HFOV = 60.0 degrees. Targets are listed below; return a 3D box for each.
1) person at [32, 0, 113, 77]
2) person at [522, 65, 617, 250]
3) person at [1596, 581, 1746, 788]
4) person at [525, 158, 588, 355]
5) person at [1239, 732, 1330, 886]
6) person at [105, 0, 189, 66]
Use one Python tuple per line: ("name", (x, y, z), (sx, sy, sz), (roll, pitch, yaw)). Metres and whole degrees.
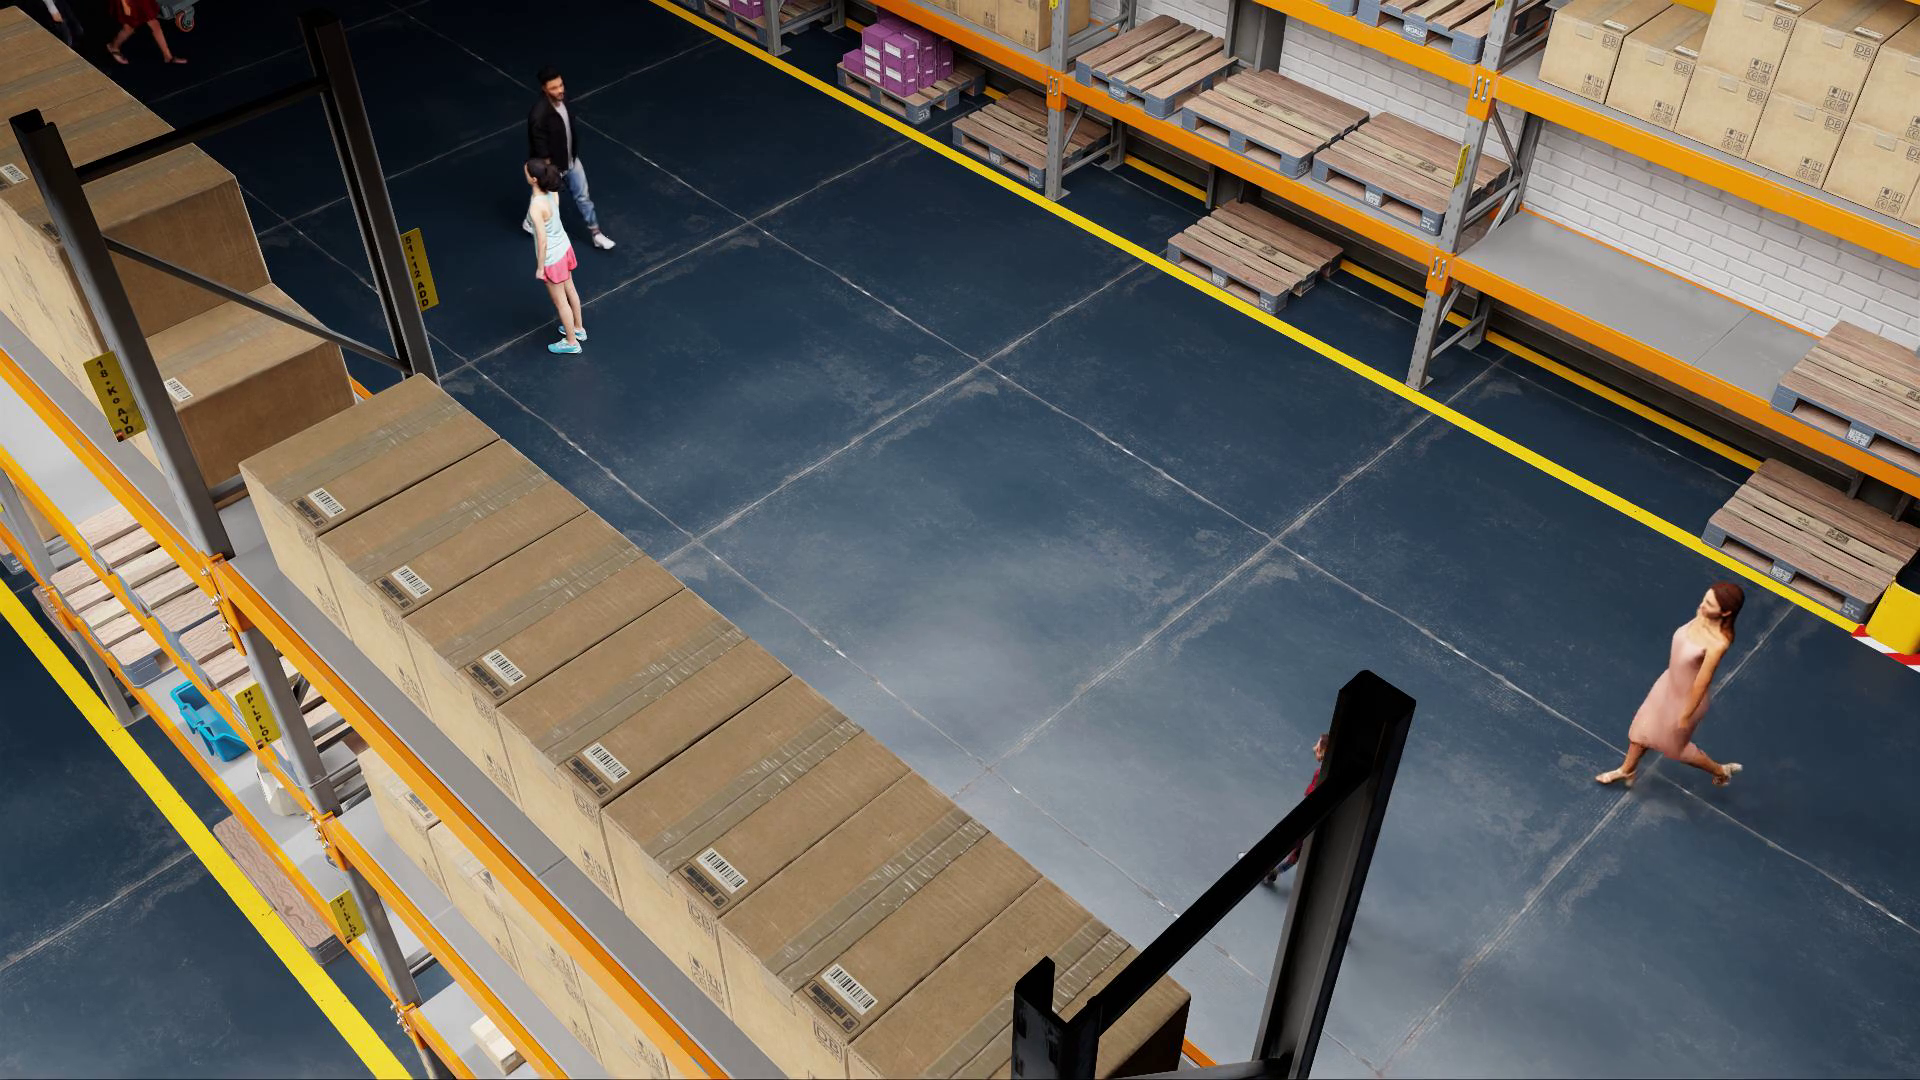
("person", (-9.100, -5.314, 16.475), (0.962, 1.803, 1.033), (-15, 46, -15))
("person", (-3.583, -3.328, 14.418), (1.266, 1.765, 0.941), (17, 46, 17))
("person", (4.405, 0.935, 9.911), (1.091, 1.808, 0.976), (5, 44, 5))
("person", (-3.258, -2.279, 13.316), (0.743, 1.765, 0.703), (8, 44, 8))
("person", (2.082, 1.652, 9.301), (0.953, 1.613, 0.785), (19, 47, 19))
("person", (-8.504, -5.523, 16.893), (1.074, 1.528, 0.934), (6, 44, 6))
